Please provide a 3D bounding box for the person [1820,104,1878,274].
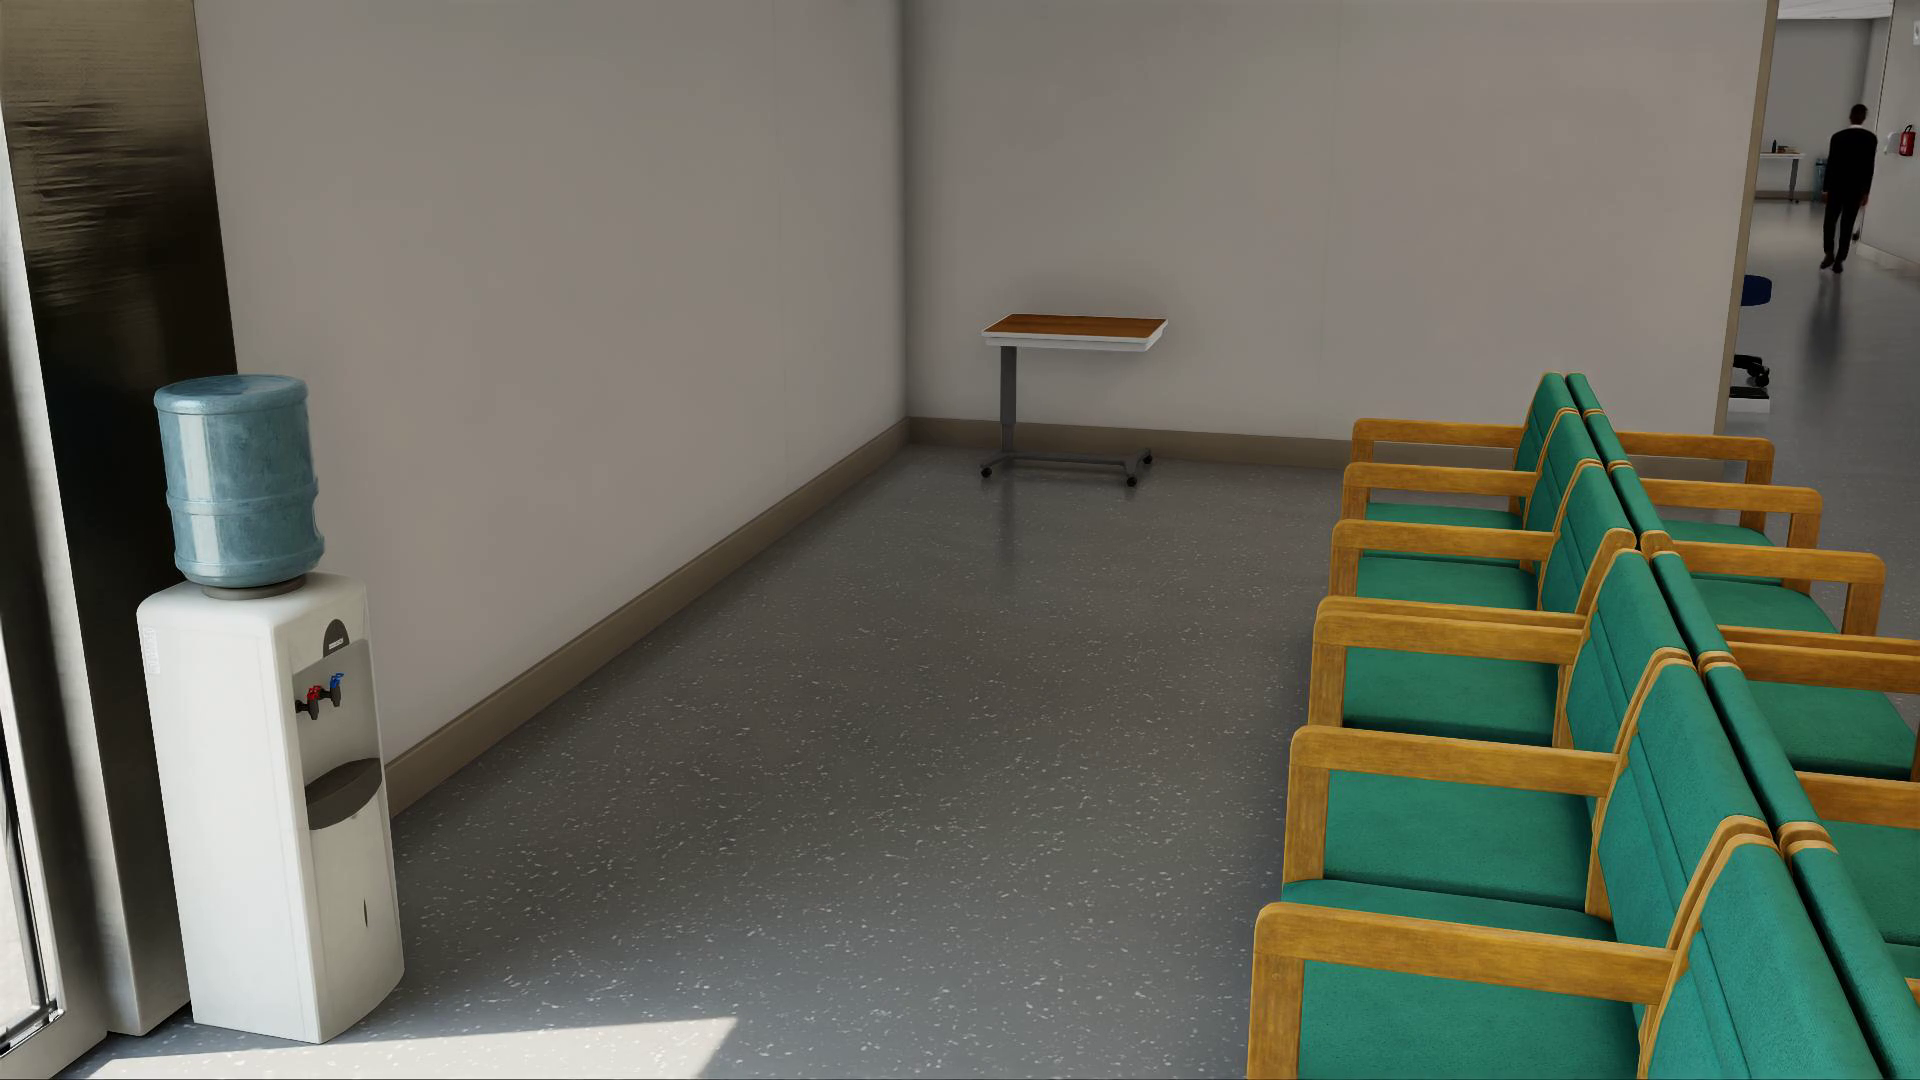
[{"bbox_3d":[9.668,-3.812,18.096,0.576,1.799,0.720,6,17,22],"label":"person"}]
